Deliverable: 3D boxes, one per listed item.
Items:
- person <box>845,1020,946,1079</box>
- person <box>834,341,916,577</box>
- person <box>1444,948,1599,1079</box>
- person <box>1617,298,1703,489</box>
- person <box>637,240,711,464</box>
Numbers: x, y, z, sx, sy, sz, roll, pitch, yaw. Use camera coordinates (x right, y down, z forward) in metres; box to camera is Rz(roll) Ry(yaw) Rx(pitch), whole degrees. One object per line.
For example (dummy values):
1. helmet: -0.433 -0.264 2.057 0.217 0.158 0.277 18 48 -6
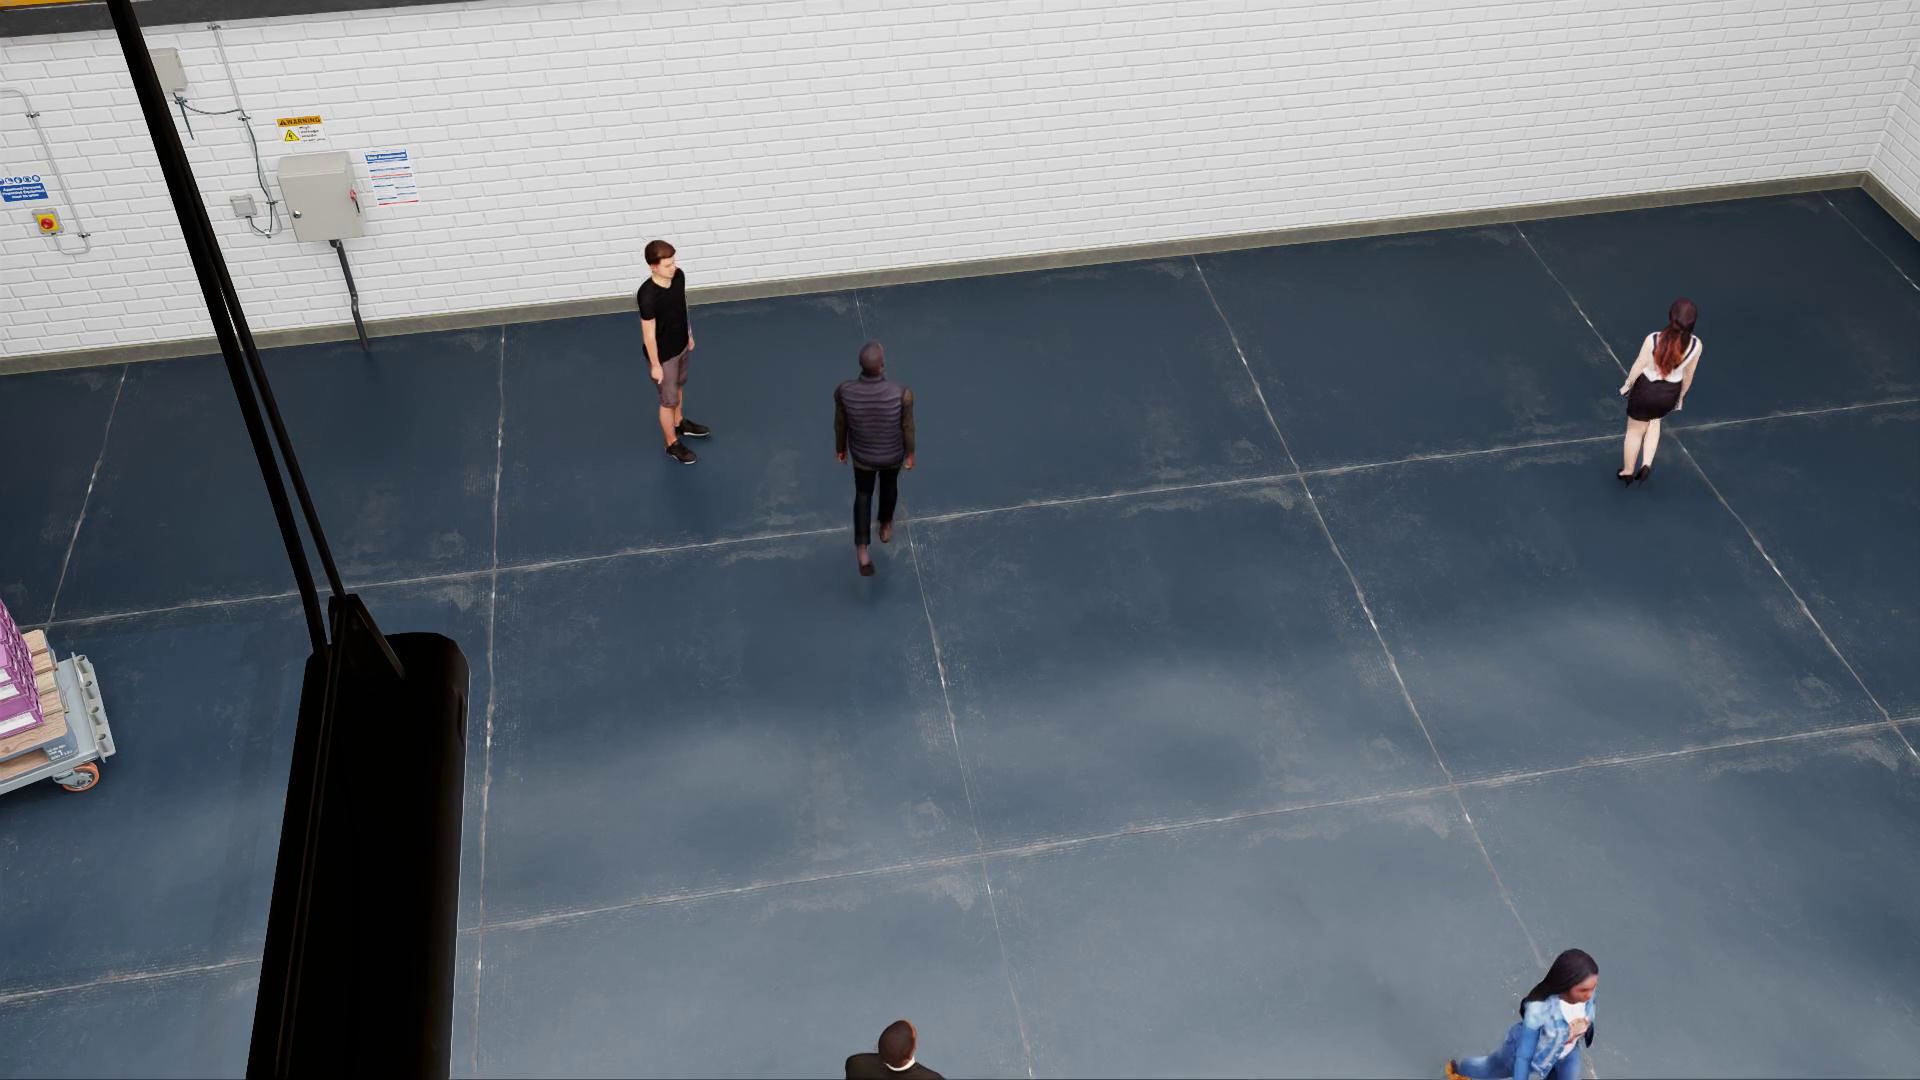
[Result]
1. person: -0.275 2.780 7.788 0.734 1.799 0.701 10 45 11
2. person: -0.580 -0.540 11.259 0.870 1.817 1.133 3 44 3
3. person: 2.769 2.482 8.201 0.898 1.660 1.272 -20 47 -20
4. person: 4.956 -0.973 11.841 0.614 1.641 0.669 2 44 2
5. person: -2.161 -1.430 12.164 0.852 1.857 0.767 15 46 15
